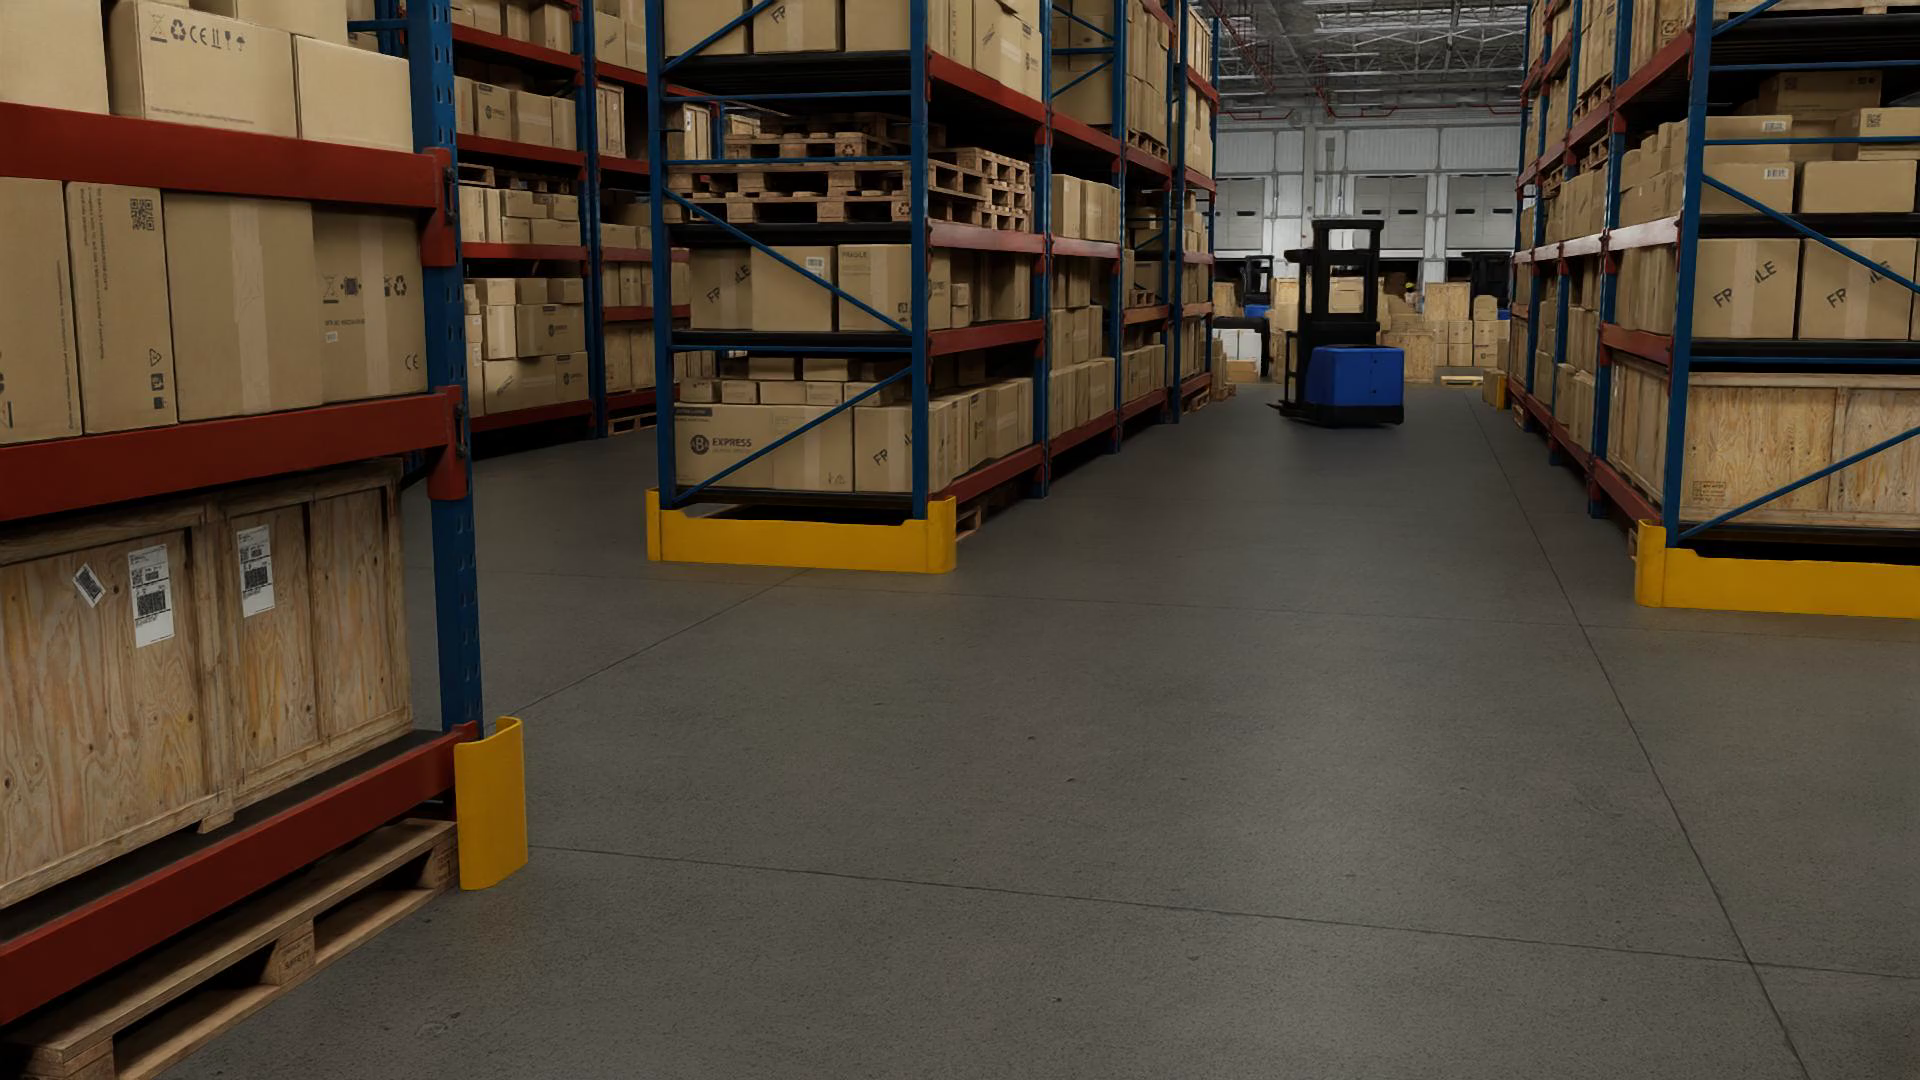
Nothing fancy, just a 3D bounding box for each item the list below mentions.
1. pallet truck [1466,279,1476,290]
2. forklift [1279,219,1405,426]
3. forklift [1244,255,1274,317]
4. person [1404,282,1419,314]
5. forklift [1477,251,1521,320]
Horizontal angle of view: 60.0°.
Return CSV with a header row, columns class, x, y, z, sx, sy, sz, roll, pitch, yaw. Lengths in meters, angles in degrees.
class,x,y,z,sx,sy,sz,roll,pitch,yaw
pallet truck,18.896,-8.459,60.307,1.885,1.965,0.823,5,10,31
forklift,5.323,-3.026,22.996,1.129,2.768,1.873,-2,9,-10
forklift,10.478,-8.583,58.304,1.129,2.768,1.873,0,9,-1
person,15.241,-7.758,56.231,0.951,1.865,0.728,-6,11,-34
forklift,15.878,-7.202,49.529,1.129,2.768,1.873,-2,9,-11
